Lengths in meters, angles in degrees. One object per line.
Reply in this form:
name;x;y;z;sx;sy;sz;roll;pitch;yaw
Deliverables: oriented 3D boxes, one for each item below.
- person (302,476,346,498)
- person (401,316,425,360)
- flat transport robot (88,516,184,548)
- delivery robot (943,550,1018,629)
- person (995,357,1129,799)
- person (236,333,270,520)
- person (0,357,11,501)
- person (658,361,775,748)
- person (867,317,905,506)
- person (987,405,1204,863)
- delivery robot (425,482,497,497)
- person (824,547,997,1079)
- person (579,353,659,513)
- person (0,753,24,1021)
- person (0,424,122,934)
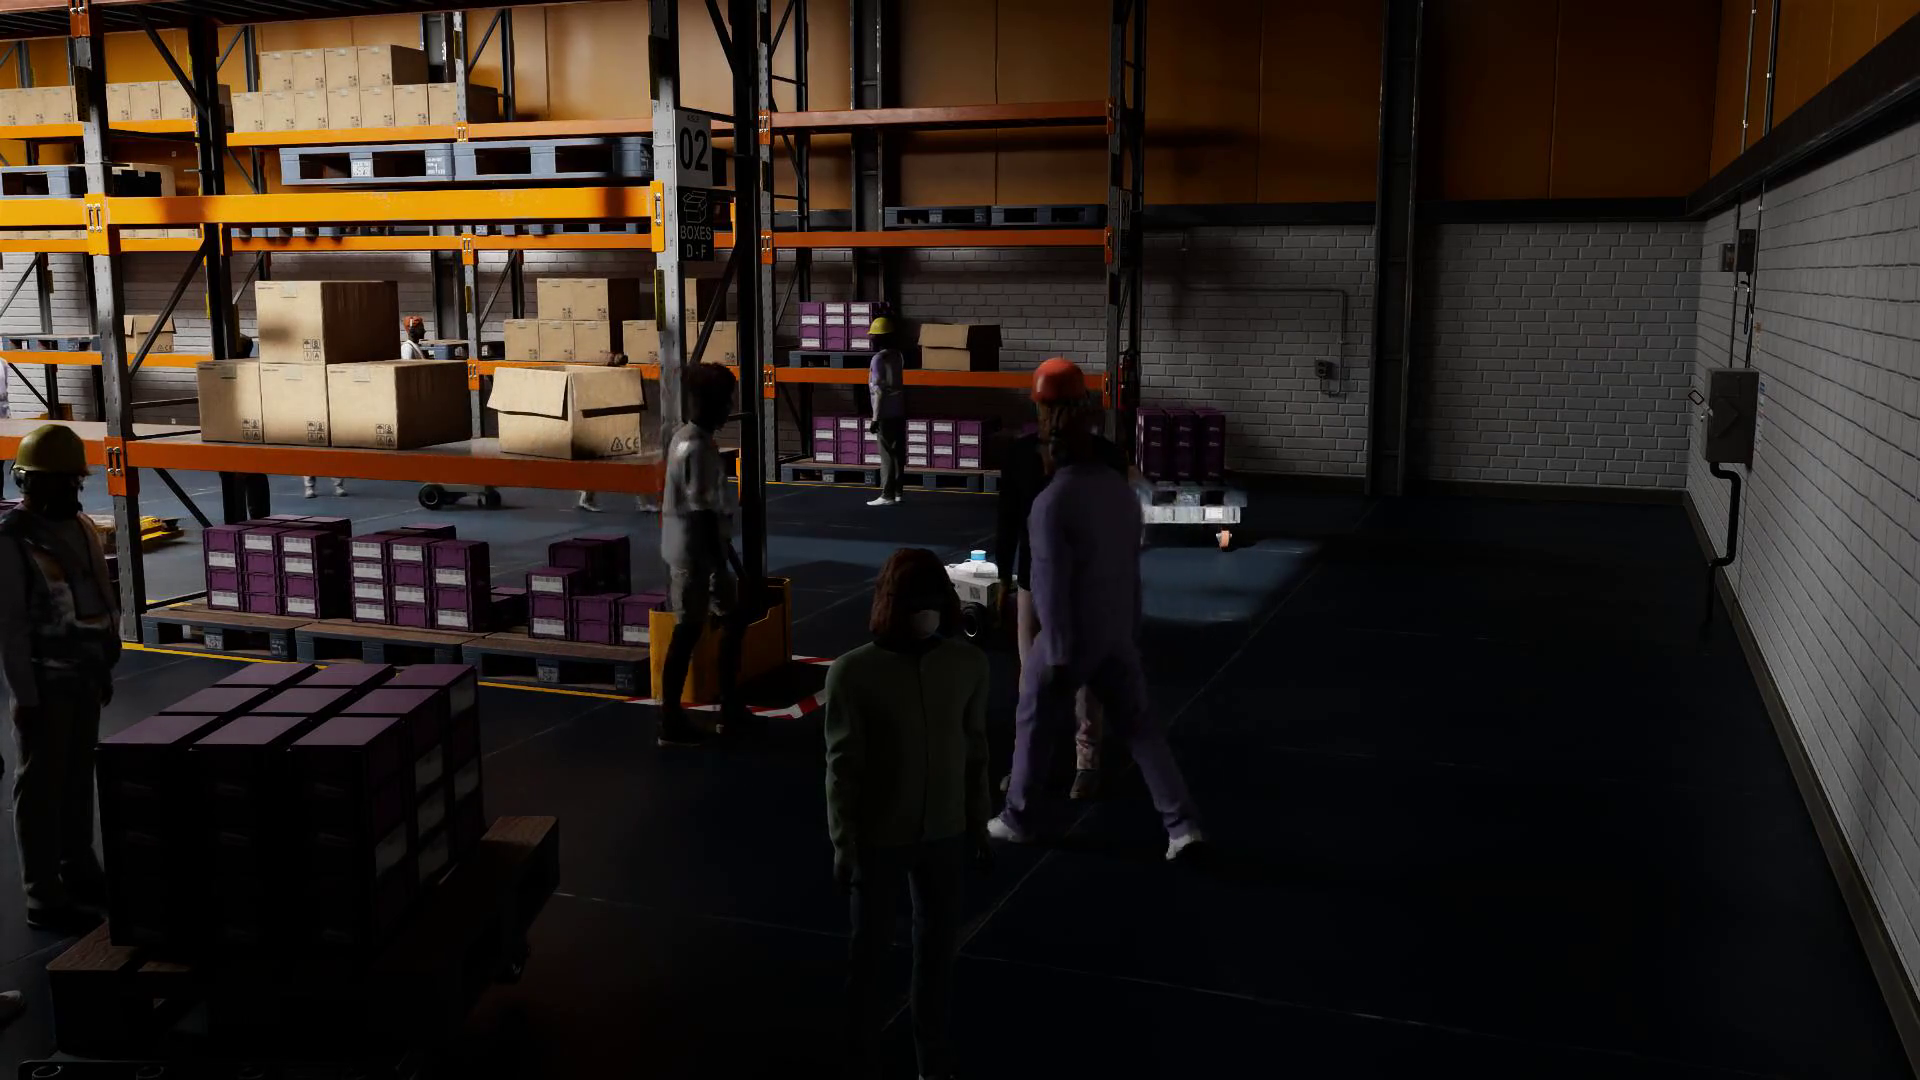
person;-6.790;-1.415;17.633;0.615;1.945;0.401;-4;10;-24
person;-6.342;-1.665;19.411;0.356;1.883;0.574;-2;9;-12
flat transport robot;-7.616;-0.075;14.469;1.431;0.197;0.652;1;9;5
delivery robot;0.119;0.311;10.861;0.477;0.478;0.707;-7;11;-37
person;0.448;0.177;7.488;0.623;1.992;0.396;3;10;20
person;-6.377;-0.922;14.863;0.346;1.847;0.505;-1;9;-9
person;-9.295;-1.140;15.934;0.364;1.939;0.542;3;9;17
person;-1.208;0.078;8.321;0.739;1.924;0.695;-2;9;-11
person;-0.770;-1.305;17.005;0.383;1.928;0.588;4;10;21
person;0.554;0.384;6.681;1.007;1.849;0.670;8;12;41
delivery robot;-5.045;-0.639;16.829;0.707;0.478;0.477;1;9;4
person;-0.130;0.825;4.550;0.498;1.633;0.282;-5;10;-29
person;-3.410;-1.043;16.427;0.883;1.596;0.531;3;10;18
person;-3.240;0.603;5.054;0.587;1.920;0.390;-1;9;-9
person;-3.262;0.490;6.046;0.404;1.828;0.592;0;9;0
